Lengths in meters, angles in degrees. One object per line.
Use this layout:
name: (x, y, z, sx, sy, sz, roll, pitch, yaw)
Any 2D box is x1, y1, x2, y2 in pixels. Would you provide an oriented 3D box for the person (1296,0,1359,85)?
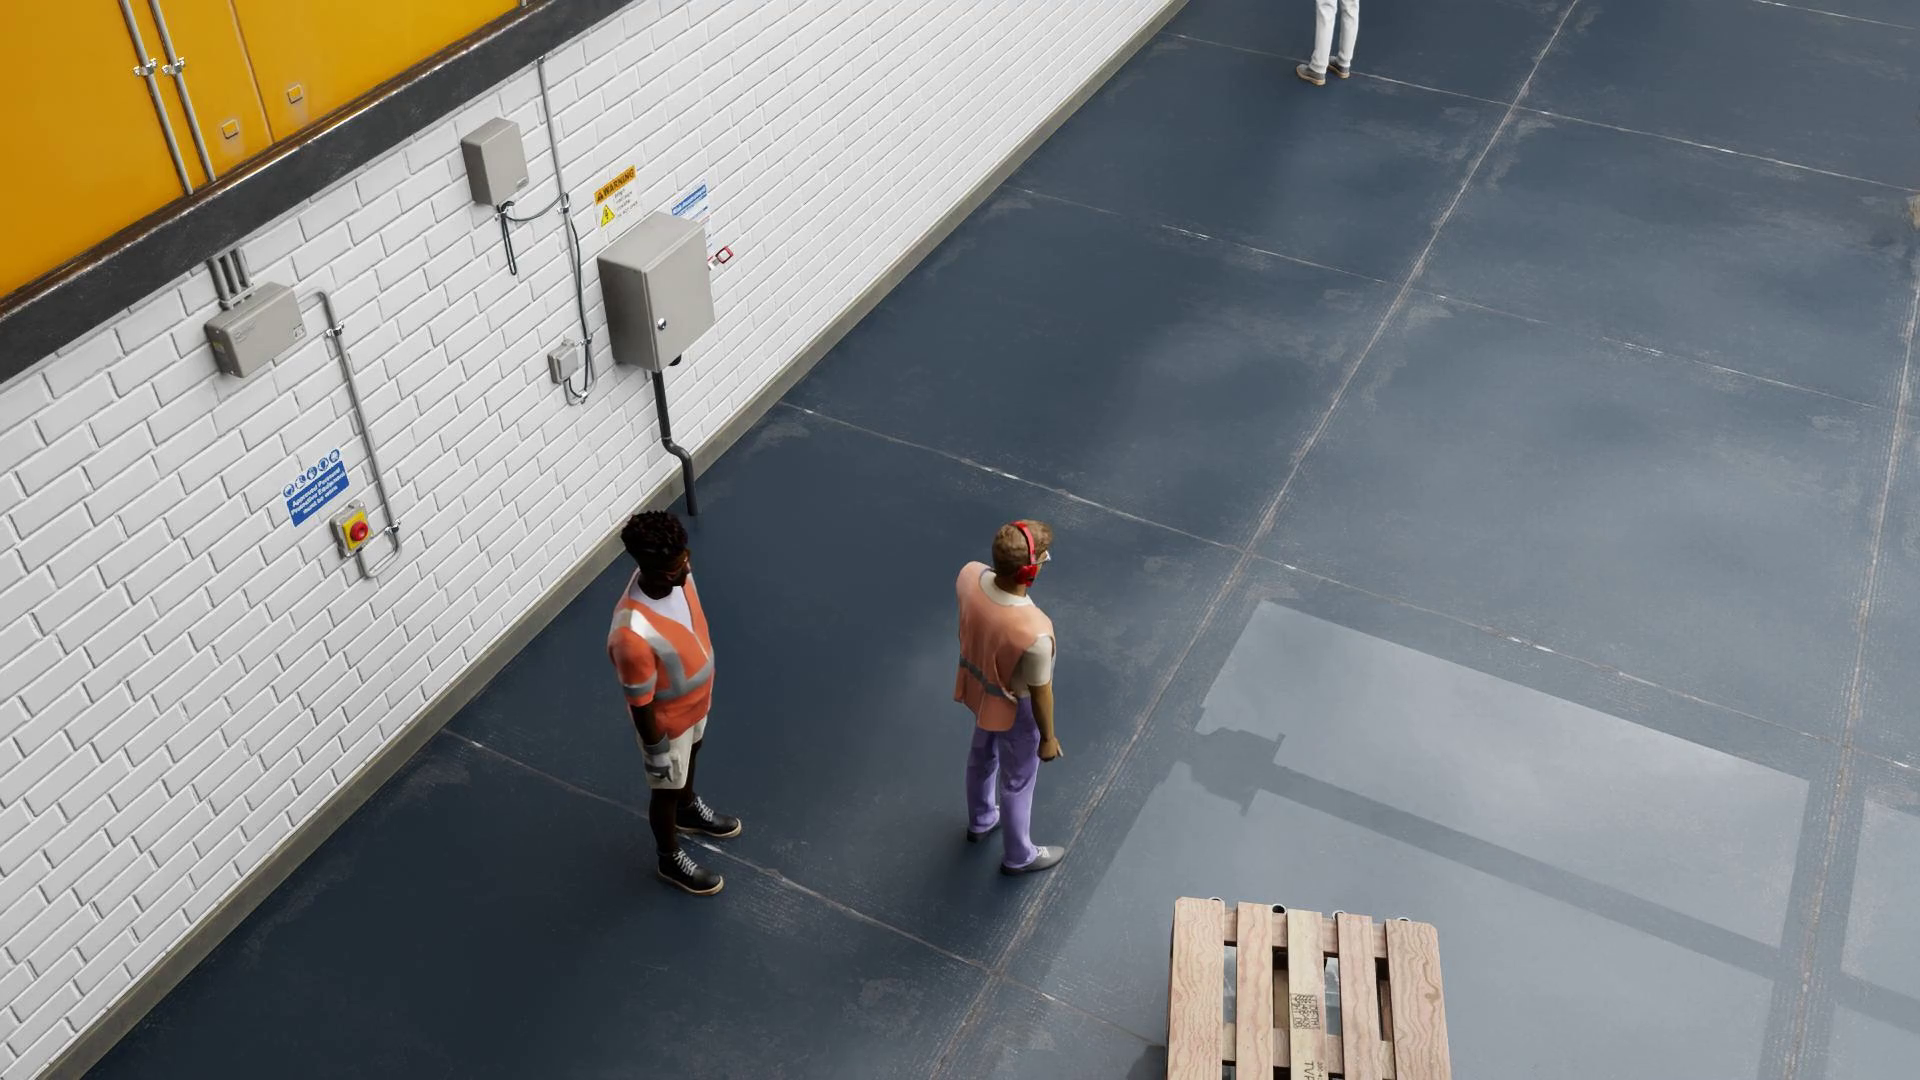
person: (2.909, -4.429, 12.738, 0.572, 1.883, 0.359, -17, 44, -19)

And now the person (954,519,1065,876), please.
person: (0.190, 0.674, 6.854, 0.389, 1.838, 0.562, -24, 46, -25)

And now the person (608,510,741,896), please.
person: (-1.165, 0.652, 6.784, 0.362, 1.963, 0.611, 7, 41, 8)
